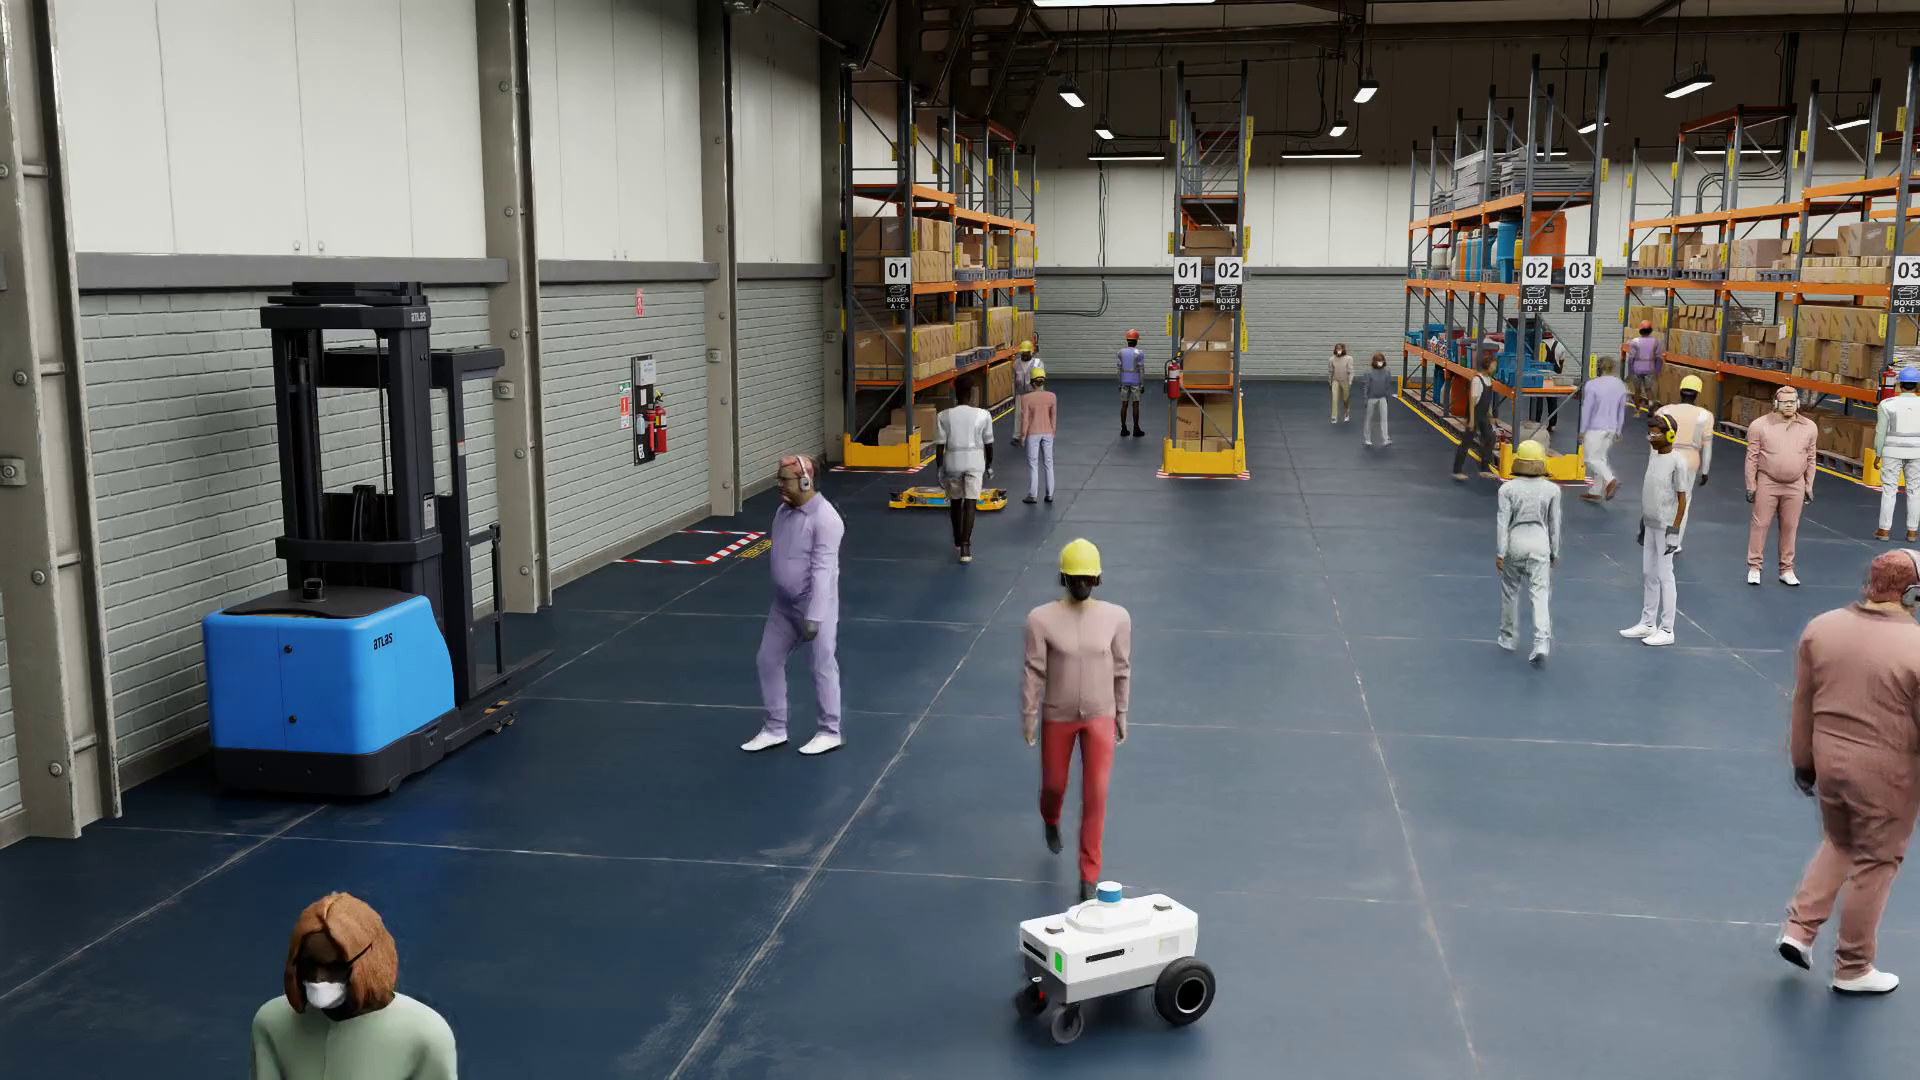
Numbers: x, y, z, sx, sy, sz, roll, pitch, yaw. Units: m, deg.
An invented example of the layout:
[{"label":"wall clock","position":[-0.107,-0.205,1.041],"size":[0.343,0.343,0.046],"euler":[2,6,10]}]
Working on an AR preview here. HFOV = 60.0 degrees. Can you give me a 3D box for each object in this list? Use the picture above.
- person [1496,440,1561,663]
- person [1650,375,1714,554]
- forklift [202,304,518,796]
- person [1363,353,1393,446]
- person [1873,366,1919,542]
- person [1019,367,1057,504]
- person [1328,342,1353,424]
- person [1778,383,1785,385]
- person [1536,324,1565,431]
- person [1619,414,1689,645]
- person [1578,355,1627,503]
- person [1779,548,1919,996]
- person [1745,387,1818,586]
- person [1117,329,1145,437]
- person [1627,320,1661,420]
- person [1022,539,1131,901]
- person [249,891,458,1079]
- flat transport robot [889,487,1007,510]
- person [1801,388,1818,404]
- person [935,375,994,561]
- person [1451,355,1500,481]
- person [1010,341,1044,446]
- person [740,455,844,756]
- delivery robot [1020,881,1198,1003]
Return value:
[{"label":"person","position":[4.423,0.070,12.949],"size":[0.490,1.702,0.886],"euler":[1,9,5]},{"label":"person","position":[7.680,-0.802,17.720],"size":[0.609,1.902,0.422],"euler":[5,11,29]},{"label":"forklift","position":[-3.673,-0.038,10.147],"size":[1.129,2.768,1.873],"euler":[1,9,9]},{"label":"person","position":[7.175,-2.400,28.554],"size":[0.529,1.590,0.826],"euler":[-1,9,-8]},{"label":"person","position":[10.529,-0.959,18.565],"size":[0.605,1.948,0.384],"euler":[3,10,16]},{"label":"person","position":[1.010,-1.358,21.586],"size":[0.523,1.769,0.321],"euler":[-4,10,-24]},{"label":"person","position":[7.565,-3.130,33.016],"size":[0.511,1.604,0.781],"euler":[4,10,23]},{"label":"person","position":[17.235,-3.597,35.167],"size":[0.634,1.839,0.429],"euler":[6,11,34]},{"label":"person","position":[10.976,-3.050,31.308],"size":[0.681,2.000,0.536],"euler":[-1,9,-7]},{"label":"person","position":[5.653,-0.090,13.467],"size":[0.329,1.865,0.516],"euler":[-1,9,-9]},{"label":"person","position":[8.334,-1.420,21.493],"size":[0.647,1.924,0.657],"euler":[-4,10,-23]},{"label":"person","position":[3.766,0.966,6.861],"size":[0.406,1.891,0.665],"euler":[-3,10,-20]},{"label":"person","position":[7.877,-0.517,15.970],"size":[0.641,1.908,0.407],"euler":[1,9,8]},{"label":"person","position":[3.136,-2.871,30.389],"size":[0.542,1.938,0.357],"euler":[6,11,33]},{"label":"person","position":[13.831,-3.434,33.606],"size":[0.610,2.022,0.655],"euler":[1,9,9]},{"label":"person","position":[0.564,0.833,8.145],"size":[0.533,1.739,0.760],"euler":[-1,9,-4]},{"label":"person","position":[-1.430,1.602,3.799],"size":[0.521,1.605,0.723],"euler":[2,10,15]},{"label":"flat transport robot","position":[-0.145,-0.540,21.271],"size":[1.431,0.197,0.652],"euler":[1,9,9]},{"label":"person","position":[18.449,-3.789,35.935],"size":[0.642,1.967,0.814],"euler":[5,11,29]},{"label":"person","position":[0.056,-0.774,17.502],"size":[0.608,1.910,1.010],"euler":[1,9,7]},{"label":"person","position":[7.465,-1.748,23.862],"size":[0.712,1.799,0.611],"euler":[8,12,42]},{"label":"person","position":[1.126,-2.495,28.512],"size":[0.596,1.796,0.866],"euler":[3,10,15]},{"label":"person","position":[-1.045,0.423,10.256],"size":[0.727,1.885,0.648],"euler":[-8,12,-41]},{"label":"delivery robot","position":[0.601,1.629,6.733],"size":[0.707,0.478,0.477],"euler":[-5,10,-27]}]
